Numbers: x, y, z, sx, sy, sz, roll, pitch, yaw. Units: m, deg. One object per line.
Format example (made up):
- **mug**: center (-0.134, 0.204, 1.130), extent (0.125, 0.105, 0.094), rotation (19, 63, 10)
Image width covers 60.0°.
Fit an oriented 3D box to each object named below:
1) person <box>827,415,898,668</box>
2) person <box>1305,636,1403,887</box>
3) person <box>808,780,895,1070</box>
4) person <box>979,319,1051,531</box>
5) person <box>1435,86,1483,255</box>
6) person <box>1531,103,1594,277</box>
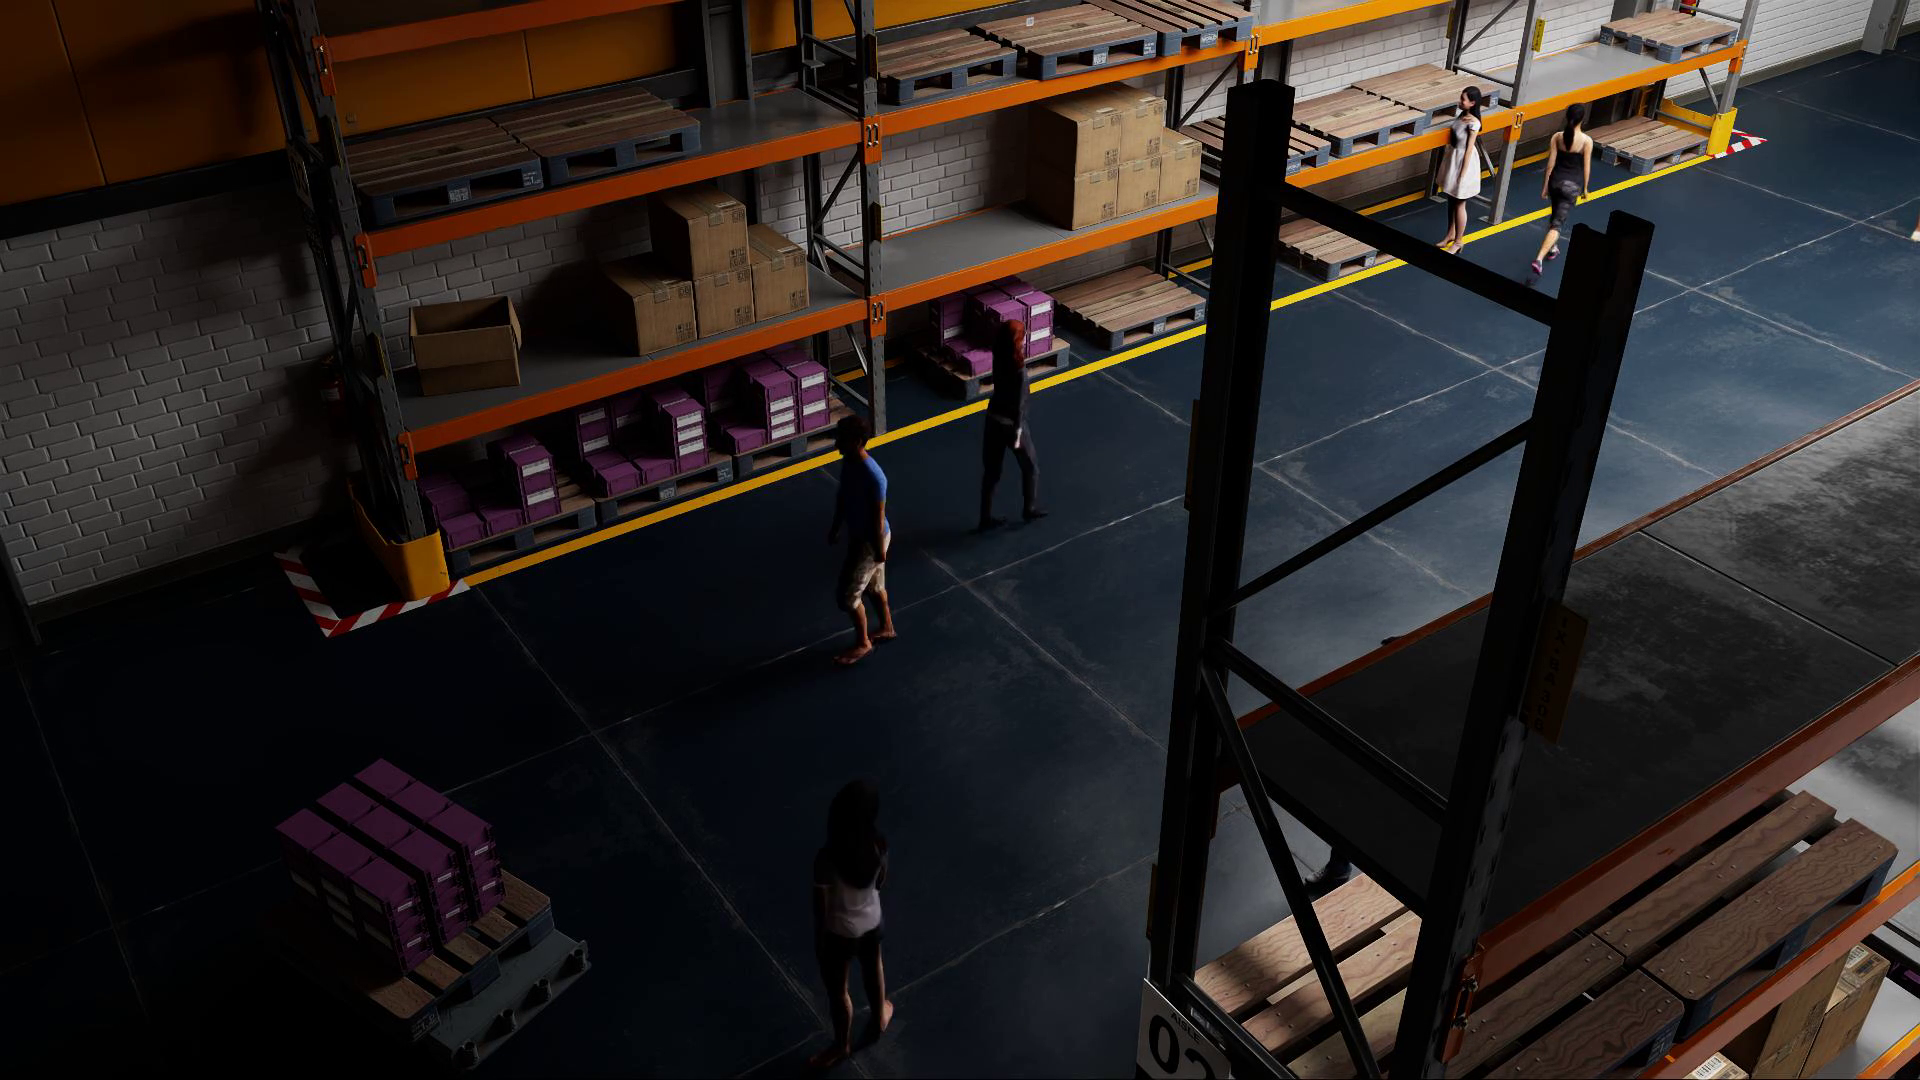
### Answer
- **person**: center (-0.563, -0.052, 11.376), extent (0.823, 1.845, 0.733), rotation (-13, 36, -19)
- **person**: center (2.321, 1.304, 9.317), extent (0.553, 1.865, 0.679), rotation (-23, 40, -31)
- **person**: center (-0.588, 1.989, 8.456), extent (0.826, 1.677, 0.526), rotation (19, 38, 27)
- **person**: center (0.292, -0.827, 12.621), extent (0.791, 1.757, 0.597), rotation (-23, 40, -31)
- **person**: center (5.127, -3.784, 17.059), extent (0.807, 1.769, 0.779), rotation (-2, 34, -3)
- **person**: center (6.018, -3.471, 16.661), extent (0.807, 1.688, 1.194), rotation (24, 40, 31)
